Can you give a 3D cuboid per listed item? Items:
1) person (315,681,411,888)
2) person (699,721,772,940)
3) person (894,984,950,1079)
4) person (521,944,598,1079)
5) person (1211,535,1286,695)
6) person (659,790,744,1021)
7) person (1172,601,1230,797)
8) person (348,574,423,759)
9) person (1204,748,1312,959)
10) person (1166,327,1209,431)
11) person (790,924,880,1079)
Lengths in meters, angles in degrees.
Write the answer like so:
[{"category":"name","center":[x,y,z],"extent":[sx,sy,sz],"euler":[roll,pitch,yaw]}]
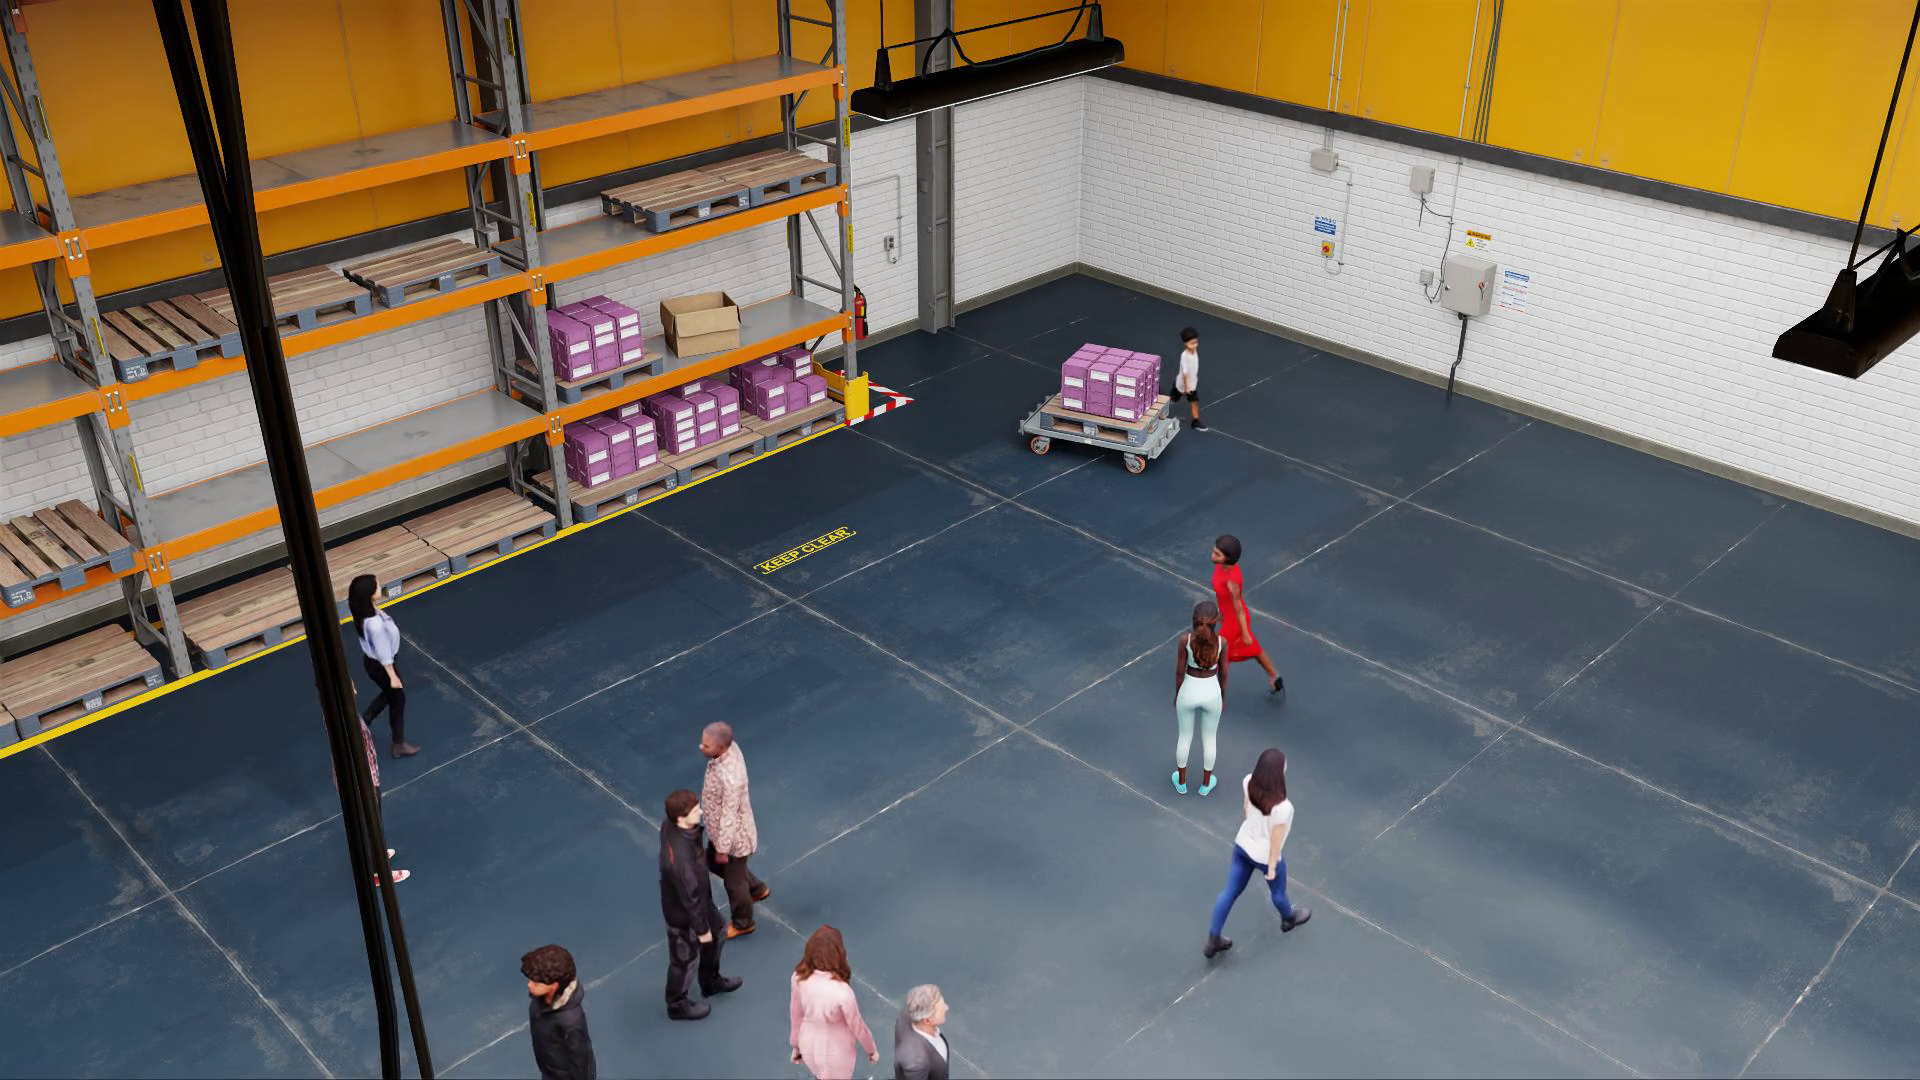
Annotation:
[{"category":"person","center":[-4.389,1.726,12.092],"extent":[0.634,1.761,0.724],"euler":[-19,34,-31]},{"category":"person","center":[-1.505,2.002,11.554],"extent":[0.868,1.791,0.837],"euler":[-7,29,-13]},{"category":"person","center":[-0.317,3.209,9.339],"extent":[1.321,1.793,1.220],"euler":[-2,29,-4]},{"category":"person","center":[-2.222,3.034,9.690],"extent":[0.951,1.764,0.667],"euler":[-22,35,-34]},{"category":"person","center":[2.382,0.722,14.010],"extent":[1.191,1.686,1.103],"euler":[0,29,0]},{"category":"person","center":[-1.864,2.387,10.815],"extent":[0.964,1.823,0.921],"euler":[-5,29,-8]},{"category":"person","center":[1.875,1.236,13.027],"extent":[0.655,1.725,0.700],"euler":[3,29,5]},{"category":"person","center":[-4.727,1.065,13.334],"extent":[0.854,1.732,0.743],"euler":[-18,33,-29]},{"category":"person","center":[1.968,2.195,11.365],"extent":[1.171,1.632,0.768],"euler":[-18,33,-29]},{"category":"person","center":[2.559,-1.872,19.236],"extent":[0.589,1.236,0.860],"euler":[22,35,34]},{"category":"person","center":[-0.815,3.049,9.661],"extent":[0.734,1.766,1.103],"euler":[17,33,28]}]
